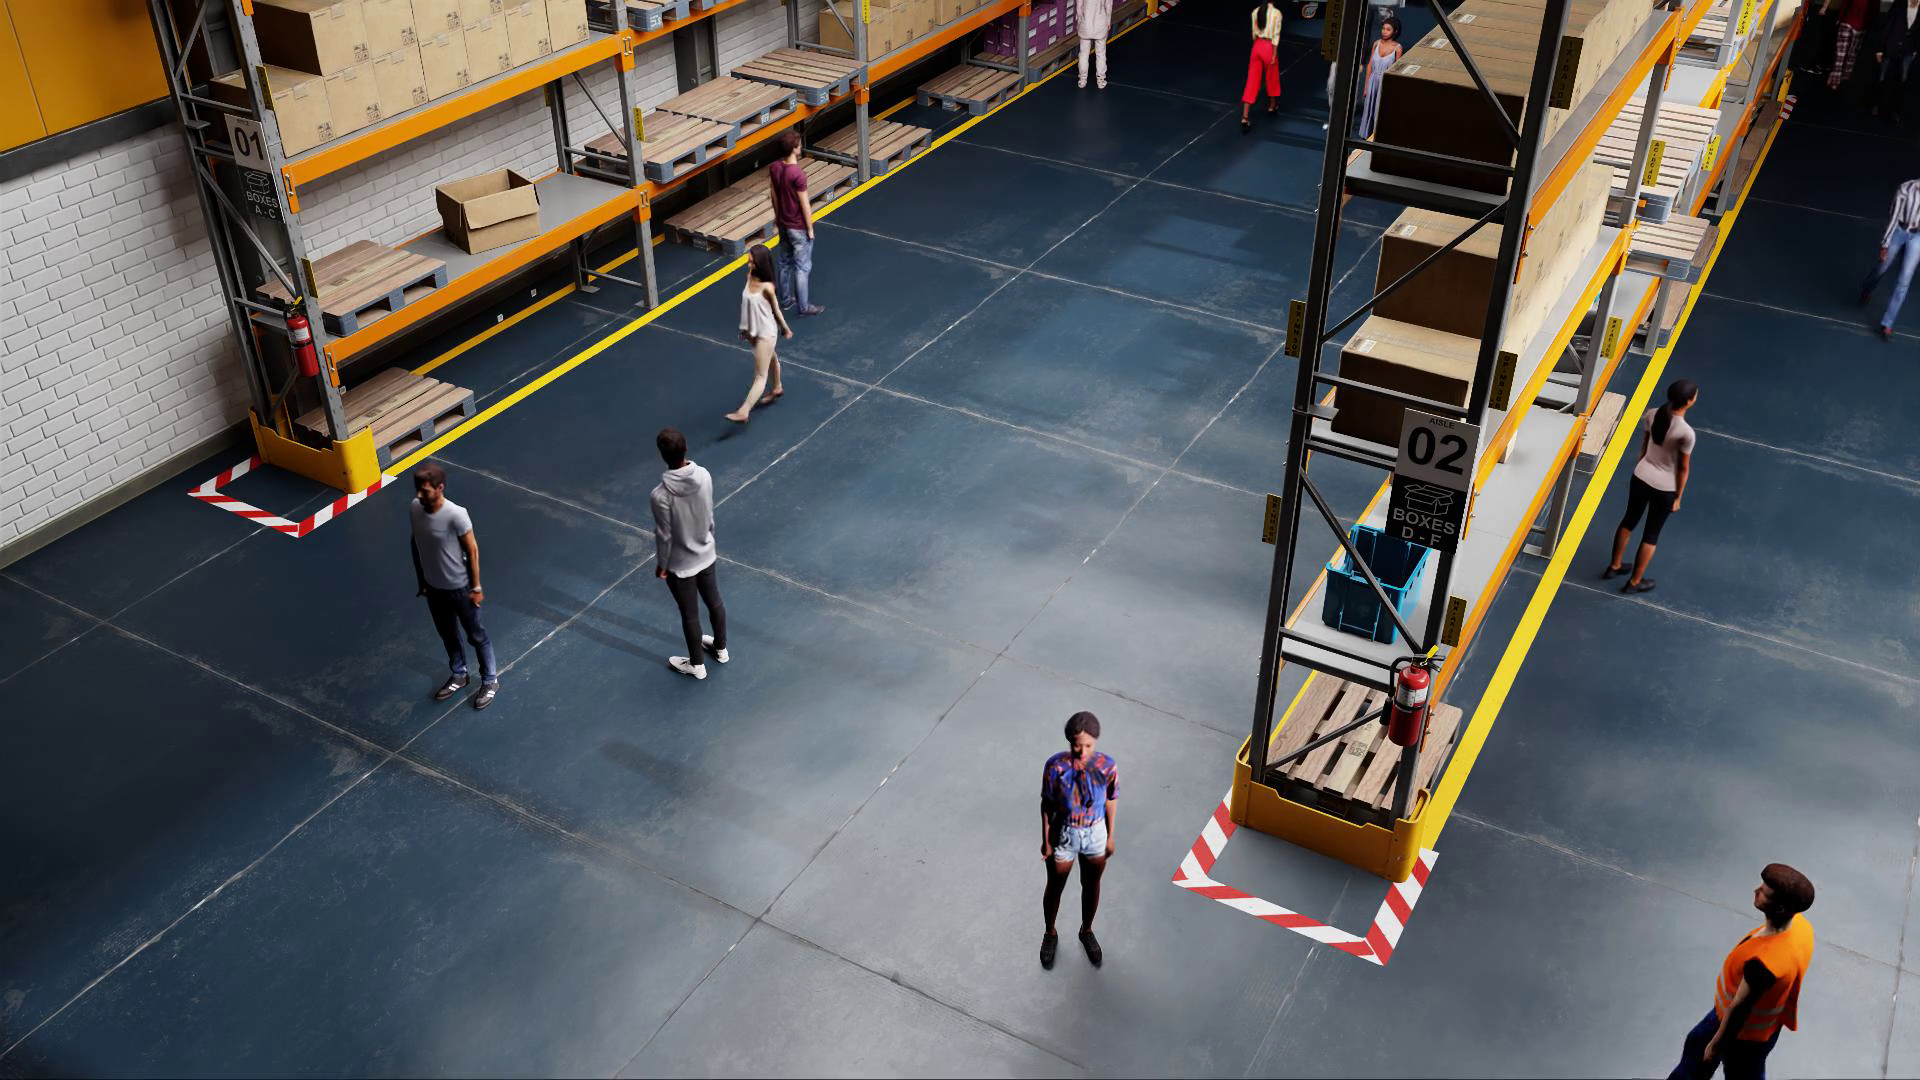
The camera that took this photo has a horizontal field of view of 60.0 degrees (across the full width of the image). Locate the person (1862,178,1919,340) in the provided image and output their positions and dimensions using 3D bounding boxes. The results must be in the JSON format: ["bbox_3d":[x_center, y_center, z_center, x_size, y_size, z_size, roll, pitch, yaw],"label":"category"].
[{"bbox_3d":[9.116,-2.896,16.133,0.804,1.756,1.166,10,35,14],"label":"person"}]

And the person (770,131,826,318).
[{"bbox_3d":[-1.643,-3.119,16.384,0.708,1.851,0.616,27,42,35],"label":"person"}]

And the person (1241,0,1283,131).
[{"bbox_3d":[3.742,-5.975,20.784,0.635,1.736,1.199,21,39,28],"label":"person"}]

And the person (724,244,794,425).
[{"bbox_3d":[-1.884,-1.776,14.572,1.102,1.618,0.754,19,38,26],"label":"person"}]

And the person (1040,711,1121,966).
[{"bbox_3d":[0.656,1.664,9.284,0.672,1.745,0.696,-3,34,-4],"label":"person"}]

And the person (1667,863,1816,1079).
[{"bbox_3d":[3.936,2.391,8.092,0.864,1.853,1.164,22,40,30],"label":"person"}]

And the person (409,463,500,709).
[{"bbox_3d":[-3.438,0.291,11.239,0.682,1.867,0.599,10,35,15],"label":"person"}]

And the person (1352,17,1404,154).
[{"bbox_3d":[5.072,-5.431,20.001,0.611,1.696,0.570,25,41,33],"label":"person"}]

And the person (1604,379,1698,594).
[{"bbox_3d":[5.170,-0.410,12.404,0.696,1.744,0.677,-17,37,-24],"label":"person"}]

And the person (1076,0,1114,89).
[{"bbox_3d":[1.780,-6.904,22.223,0.716,1.690,0.698,4,34,6],"label":"person"}]

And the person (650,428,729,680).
[{"bbox_3d":[-1.863,0.093,11.482,0.771,1.928,0.563,24,40,31],"label":"person"}]

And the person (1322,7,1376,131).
[{"bbox_3d":[4.922,-6.088,20.774,0.742,1.935,0.722,22,39,29],"label":"person"}]

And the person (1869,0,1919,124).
[{"bbox_3d":[11.939,-6.292,21.220,0.839,1.781,1.114,10,35,14],"label":"person"}]

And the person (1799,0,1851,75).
[{"bbox_3d":[11.982,-7.333,22.722,0.656,1.852,0.801,-22,40,-30],"label":"person"}]

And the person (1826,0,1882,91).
[{"bbox_3d":[11.867,-6.799,22.095,0.714,1.658,1.079,20,38,27],"label":"person"}]
